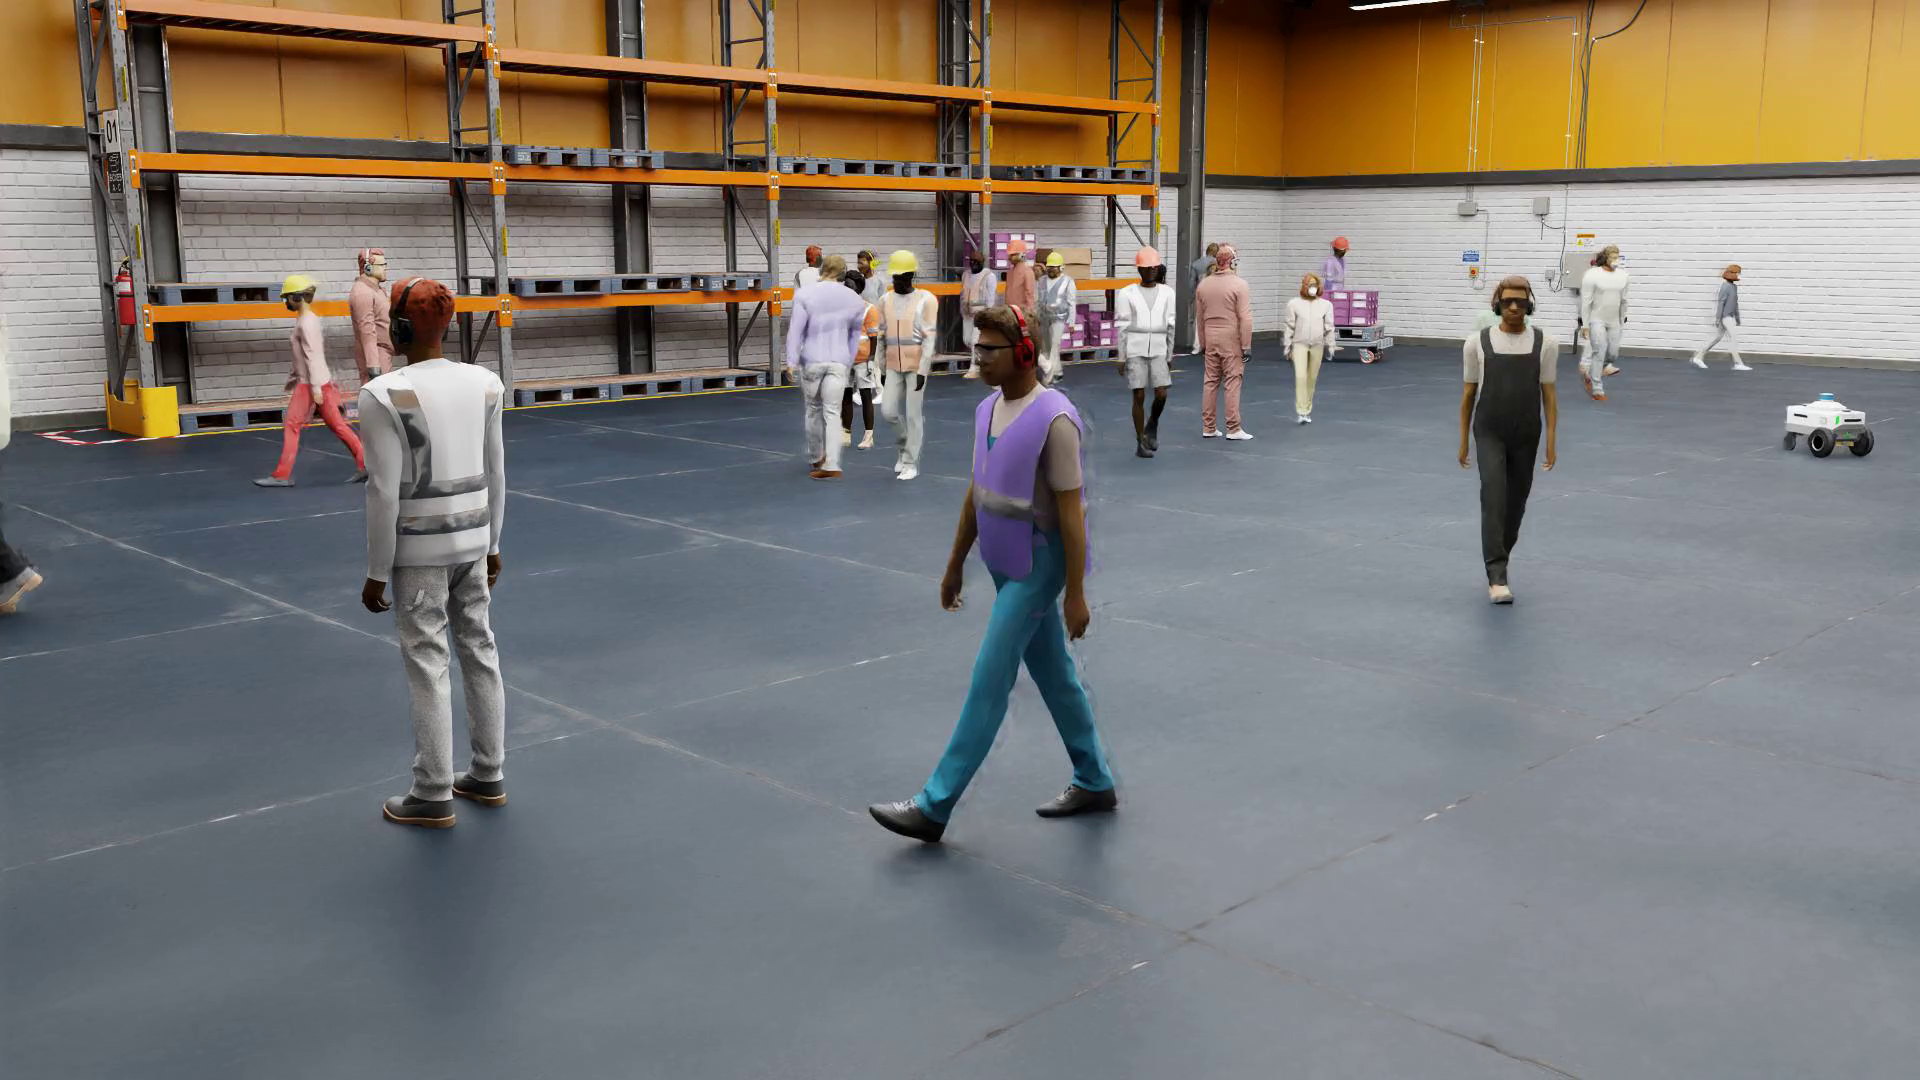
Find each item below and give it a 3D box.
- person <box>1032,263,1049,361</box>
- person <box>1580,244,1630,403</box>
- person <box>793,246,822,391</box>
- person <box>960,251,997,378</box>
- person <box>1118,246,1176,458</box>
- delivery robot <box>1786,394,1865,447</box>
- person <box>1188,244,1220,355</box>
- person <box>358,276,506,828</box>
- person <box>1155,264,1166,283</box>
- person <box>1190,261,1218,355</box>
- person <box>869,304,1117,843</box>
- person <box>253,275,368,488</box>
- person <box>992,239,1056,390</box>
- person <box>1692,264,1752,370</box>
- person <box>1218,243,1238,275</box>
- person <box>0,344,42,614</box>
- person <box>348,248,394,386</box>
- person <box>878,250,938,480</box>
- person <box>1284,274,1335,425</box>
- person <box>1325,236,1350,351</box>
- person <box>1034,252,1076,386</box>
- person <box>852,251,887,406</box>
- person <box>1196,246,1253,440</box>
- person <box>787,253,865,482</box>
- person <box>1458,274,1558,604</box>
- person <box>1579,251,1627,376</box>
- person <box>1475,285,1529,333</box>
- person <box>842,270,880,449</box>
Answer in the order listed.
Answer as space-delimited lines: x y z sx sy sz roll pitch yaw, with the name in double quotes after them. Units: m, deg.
1.092 -3.043 23.234 0.514 1.641 0.307 3 11 14 "person"
7.810 -2.643 20.303 0.625 1.919 0.631 -2 11 -12 "person"
-1.881 -2.862 21.583 0.573 1.883 0.356 5 12 26 "person"
0.310 -3.186 23.594 0.675 1.801 0.682 8 13 38 "person"
1.701 -1.710 15.186 0.548 1.922 0.445 -1 10 -7 "person"
8.025 -1.116 15.426 0.477 0.478 0.707 -2 11 -12 "delivery robot"
4.224 -4.104 28.377 0.656 1.873 0.916 3 11 17 "person"
-1.804 0.046 5.722 0.355 1.885 0.575 6 12 31 "person"
2.528 -2.794 21.798 0.527 1.665 0.740 3 11 17 "person"
4.134 -3.881 27.906 0.577 1.591 0.671 8 13 37 "person"
0.137 0.114 5.593 0.977 1.789 0.592 -4 11 -21 "person"
-5.221 -1.280 13.445 0.926 1.710 0.511 -2 11 -11 "person"
0.837 -2.957 21.871 0.823 1.972 0.622 -6 12 -28 "person"
11.573 -3.377 25.186 0.881 1.586 0.507 9 13 39 "person"
4.552 -4.242 29.111 0.737 1.883 0.655 1 10 4 "person"
-5.216 -0.552 8.722 0.440 1.974 0.644 -6 12 -29 "person"
-5.027 -1.552 14.375 0.410 1.909 0.642 -3 11 -14 "person"
-0.444 -1.440 13.784 0.583 1.905 0.457 6 12 28 "person"
3.744 -2.020 17.723 0.523 1.600 0.752 0 10 -2 "person"
6.586 -4.274 28.965 0.496 1.996 0.704 8 13 38 "person"
1.248 -2.994 22.557 0.613 1.797 0.794 7 13 34 "person"
-1.159 -2.501 19.752 0.566 1.825 0.924 8 13 36 "person"
2.650 -1.947 16.517 0.406 1.913 0.639 -9 14 -42 "person"
-1.120 -1.445 13.902 0.668 1.870 0.863 -2 11 -10 "person"
3.087 -0.593 9.412 0.515 1.818 0.912 2 11 10 "person"
9.354 -3.299 24.219 0.636 1.796 0.954 -4 11 -21 "person"
5.101 -1.644 15.747 0.505 1.589 0.865 1 10 5 "person"
-1.004 -1.707 15.794 0.534 1.697 0.318 6 12 30 "person"
